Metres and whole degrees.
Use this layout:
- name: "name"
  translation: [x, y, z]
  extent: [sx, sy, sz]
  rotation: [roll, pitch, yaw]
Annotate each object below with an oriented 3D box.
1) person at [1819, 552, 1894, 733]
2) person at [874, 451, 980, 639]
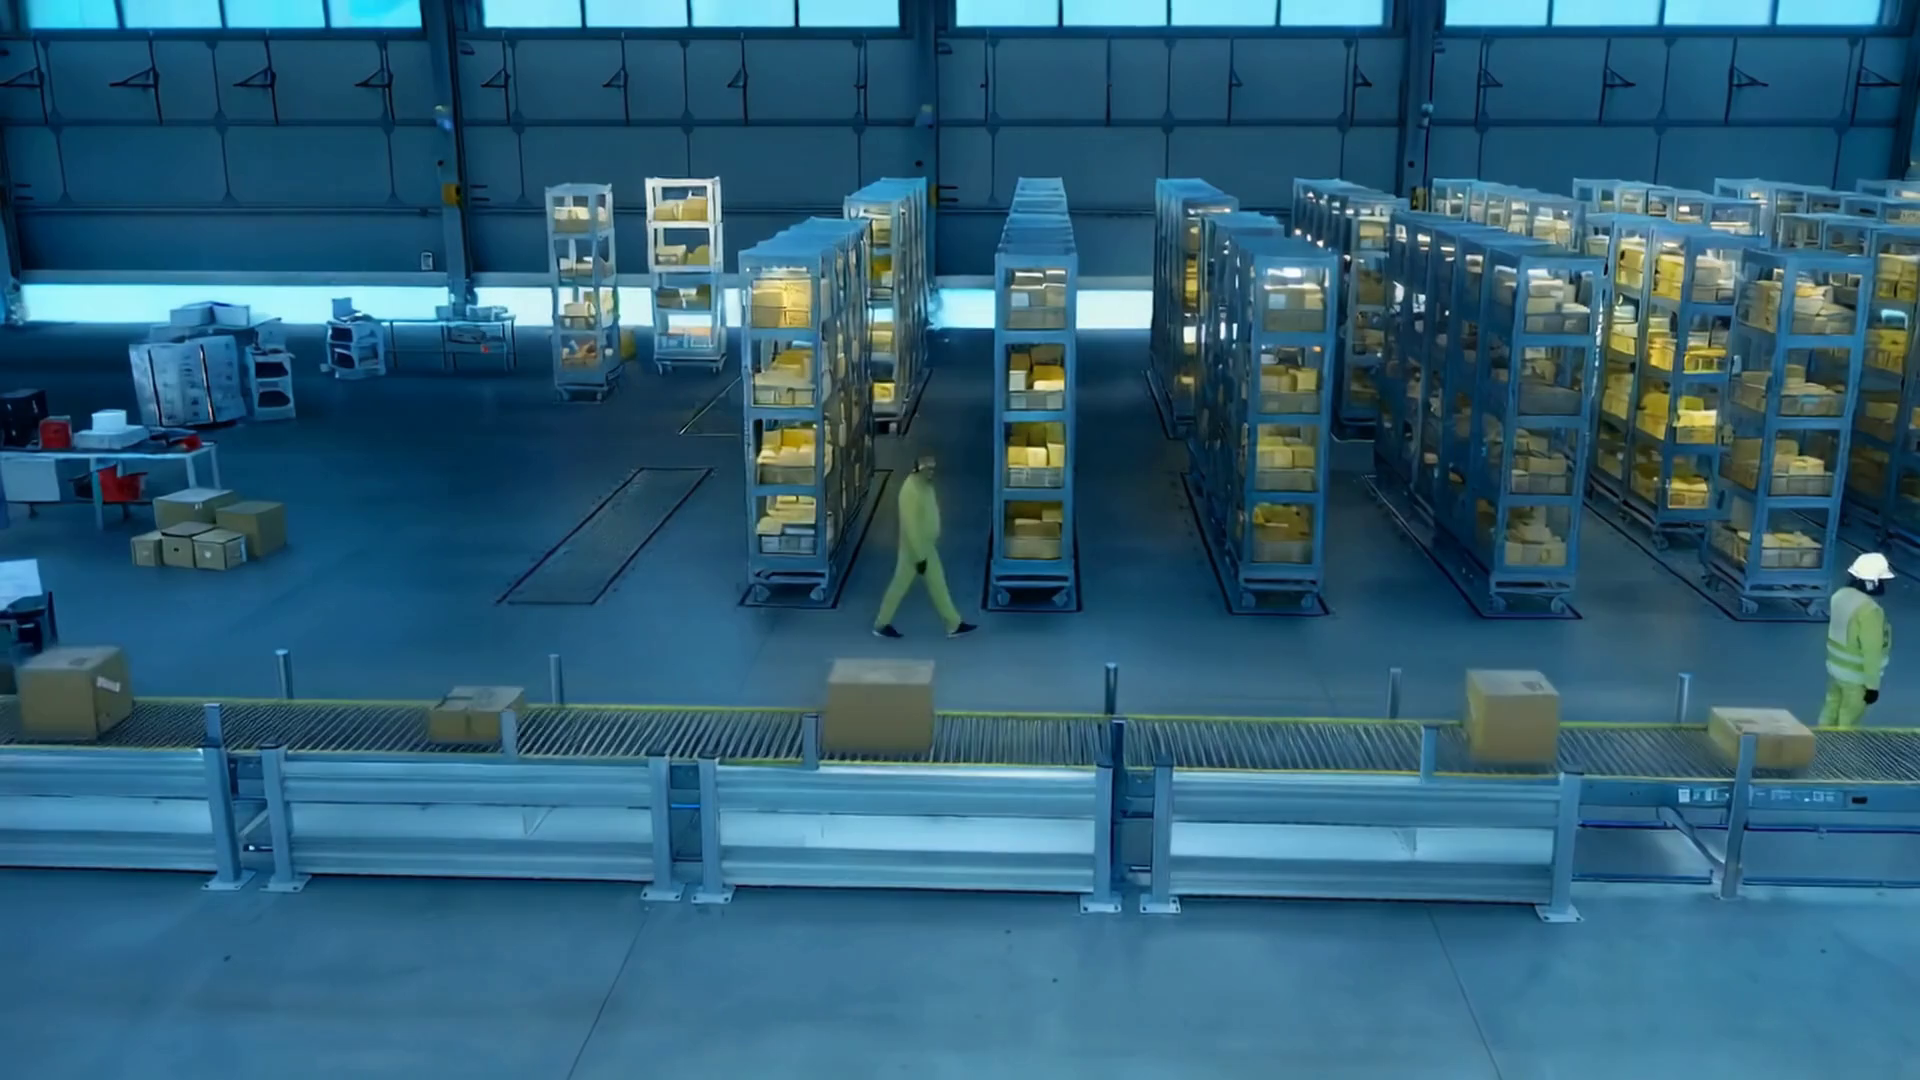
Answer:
- name: "person"
  translation: [6.694, 0.980, 12.431]
  extent: [0.403, 1.833, 0.586]
  rotation: [-1, 15, -3]
- name: "person"
  translation: [-0.360, 0.064, 15.801]
  extent: [1.026, 1.851, 0.676]
  rotation: [3, 15, 12]
